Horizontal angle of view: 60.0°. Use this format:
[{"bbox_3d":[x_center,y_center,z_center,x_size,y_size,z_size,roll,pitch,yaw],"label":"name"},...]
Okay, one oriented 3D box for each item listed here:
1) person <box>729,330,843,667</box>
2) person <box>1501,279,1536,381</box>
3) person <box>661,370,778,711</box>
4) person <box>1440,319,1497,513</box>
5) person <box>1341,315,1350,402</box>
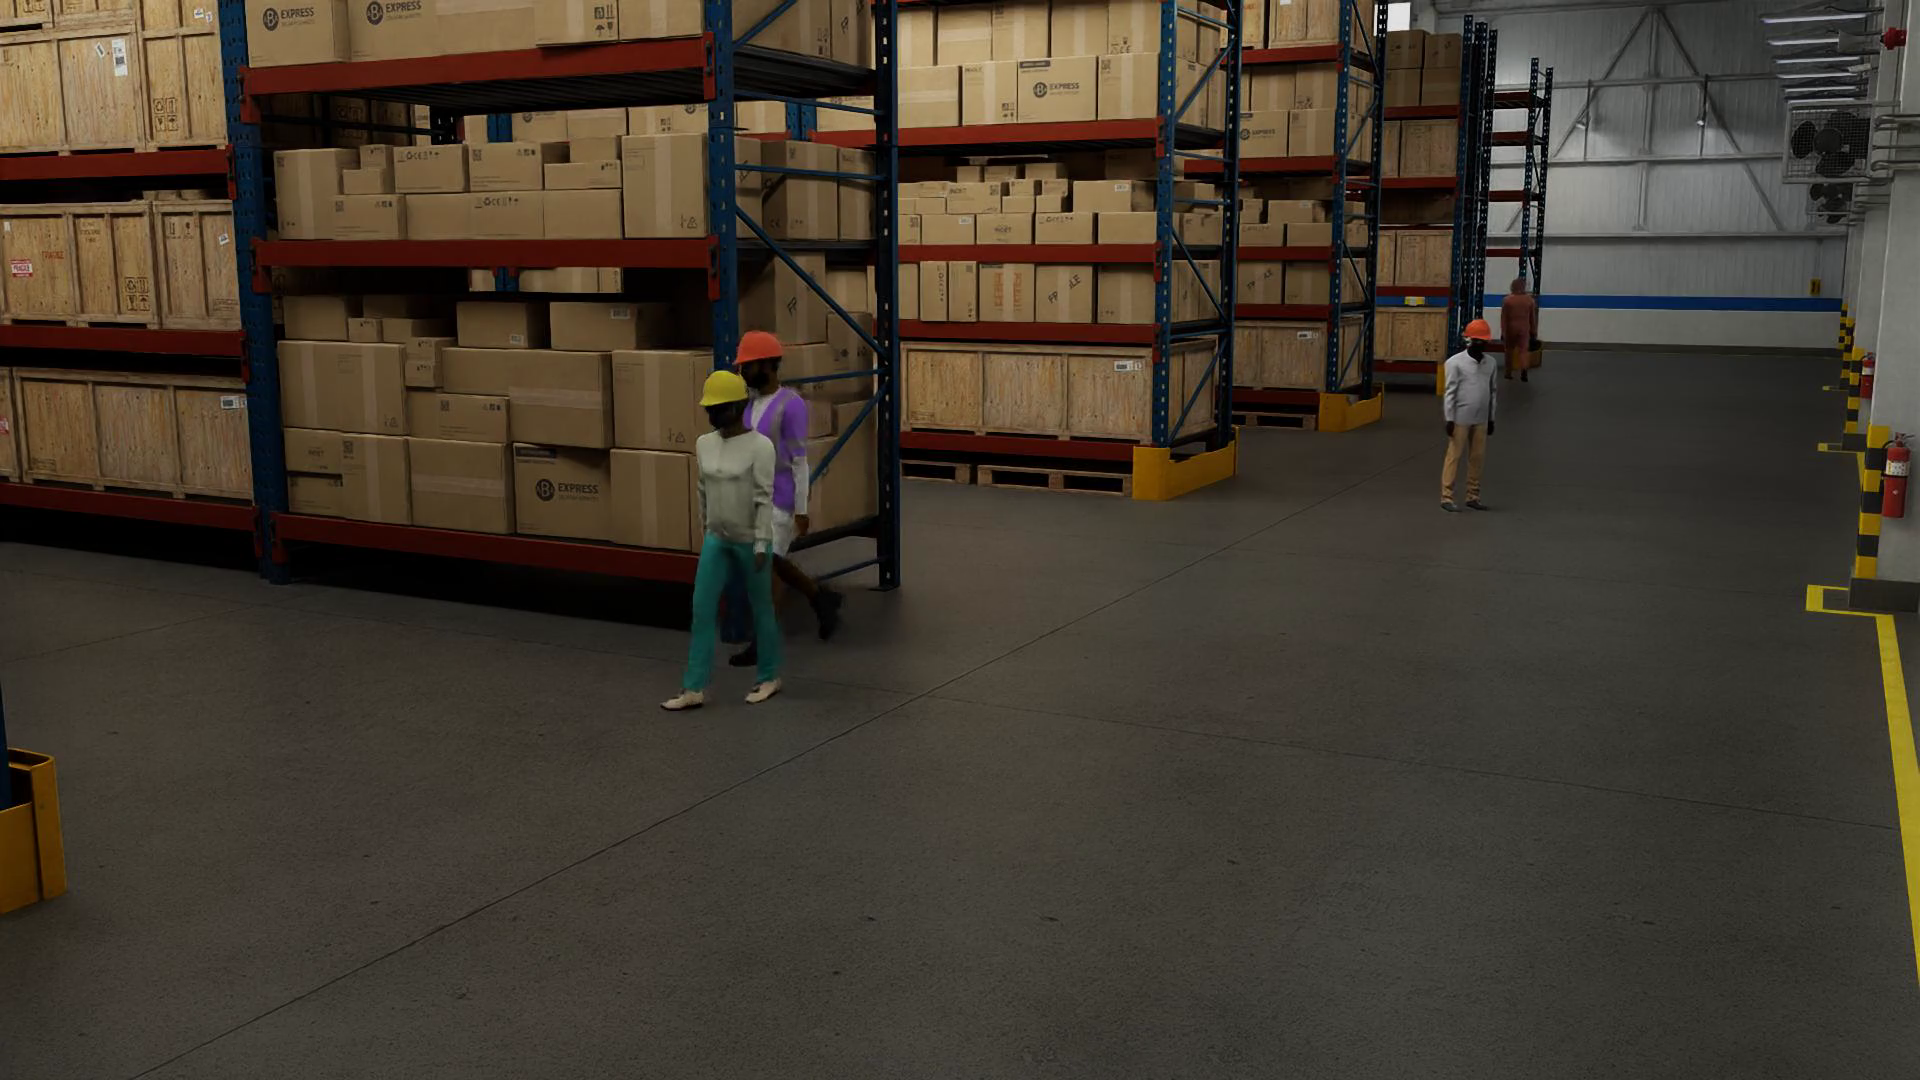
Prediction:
[{"bbox_3d":[-1.012,-0.259,9.600,0.836,1.907,0.555,-8,13,-40],"label":"person"},{"bbox_3d":[10.220,-3.844,30.453,0.646,1.871,0.920,1,10,4],"label":"person"},{"bbox_3d":[-1.188,0.022,8.424,0.538,1.736,0.802,5,11,28],"label":"person"},{"bbox_3d":[4.616,-1.115,14.996,0.572,1.743,0.349,-4,11,-21],"label":"person"},{"bbox_3d":[5.712,-2.868,25.226,0.518,1.714,0.587,-8,13,-40],"label":"person"}]
